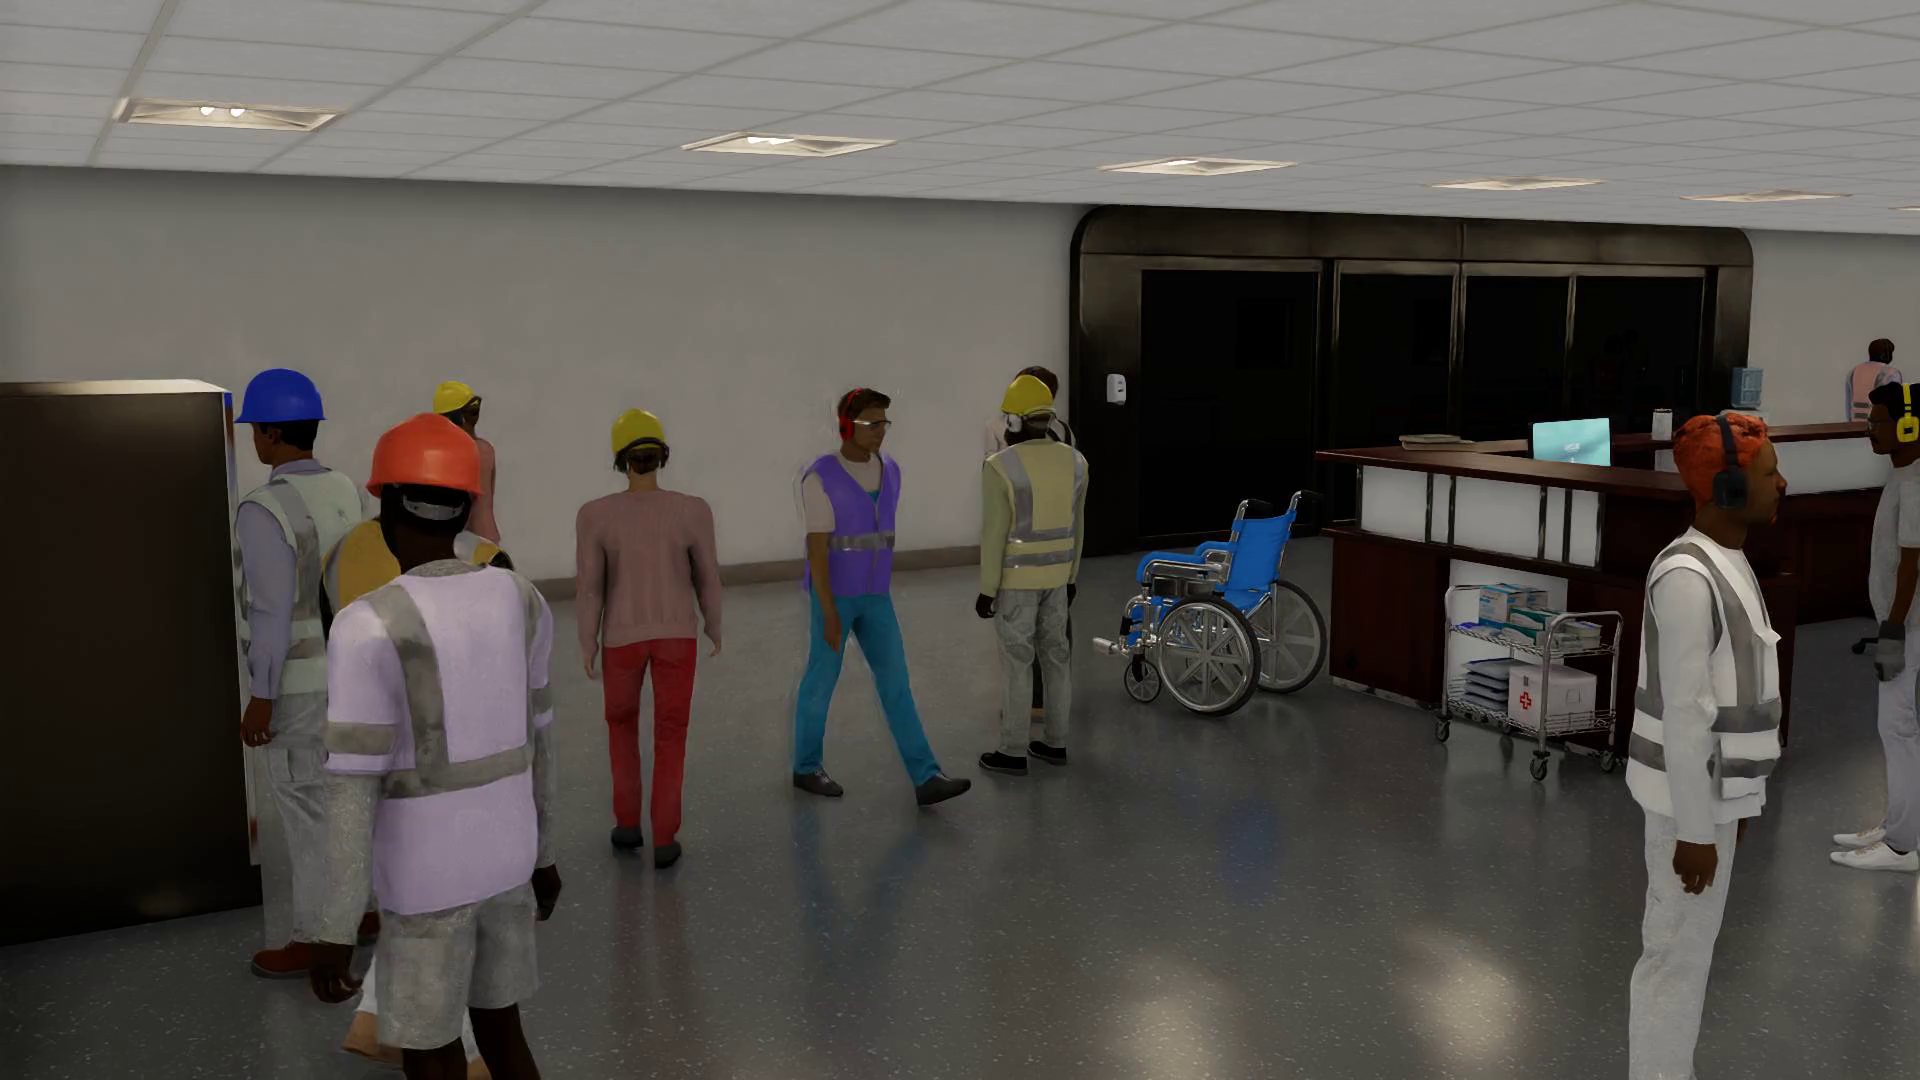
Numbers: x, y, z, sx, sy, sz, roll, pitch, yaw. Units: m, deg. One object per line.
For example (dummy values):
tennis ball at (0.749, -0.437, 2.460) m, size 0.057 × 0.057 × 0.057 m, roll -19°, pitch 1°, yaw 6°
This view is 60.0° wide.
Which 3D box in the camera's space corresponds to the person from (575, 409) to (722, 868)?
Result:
person at (-1.193, 0.372, 6.428) m, size 0.549 × 1.754 × 0.496 m, roll -1°, pitch 8°, yaw -8°

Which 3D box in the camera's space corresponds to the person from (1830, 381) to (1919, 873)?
person at (3.569, 0.331, 6.339) m, size 0.326 × 1.862 × 0.508 m, roll 4°, pitch 9°, yaw 29°

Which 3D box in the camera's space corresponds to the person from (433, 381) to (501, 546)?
person at (-2.598, 0.049, 8.749) m, size 0.325 × 1.760 × 0.523 m, roll 1°, pitch 8°, yaw 5°

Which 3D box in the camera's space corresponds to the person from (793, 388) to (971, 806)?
person at (-0.395, 0.260, 7.077) m, size 0.960 × 1.792 × 0.600 m, roll 7°, pitch 10°, yaw 40°

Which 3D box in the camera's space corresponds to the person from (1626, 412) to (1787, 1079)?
person at (1.820, 0.633, 4.059) m, size 0.355 × 1.884 × 0.575 m, roll 5°, pitch 9°, yaw 30°

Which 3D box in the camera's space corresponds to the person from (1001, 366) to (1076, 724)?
person at (0.415, 0.024, 8.606) m, size 0.331 × 1.843 × 0.511 m, roll 4°, pitch 9°, yaw 28°

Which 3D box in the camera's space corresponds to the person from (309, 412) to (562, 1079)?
person at (-1.113, 0.694, 3.523) m, size 0.422 × 1.919 × 0.616 m, roll 4°, pitch 9°, yaw 28°

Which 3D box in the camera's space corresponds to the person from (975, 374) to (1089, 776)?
person at (0.310, 0.161, 7.649) m, size 0.591 × 1.837 × 0.403 m, roll -6°, pitch 10°, yaw -39°

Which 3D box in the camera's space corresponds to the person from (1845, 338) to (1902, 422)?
person at (9.391, -1.141, 17.059) m, size 0.429 × 1.843 × 0.633 m, roll -3°, pitch 8°, yaw -19°

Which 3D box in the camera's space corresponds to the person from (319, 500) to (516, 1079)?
person at (-1.398, 0.606, 4.465) m, size 0.638 × 1.830 × 0.438 m, roll 5°, pitch 9°, yaw 32°

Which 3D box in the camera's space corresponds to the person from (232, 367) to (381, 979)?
person at (-2.106, 0.423, 5.344) m, size 0.399 × 1.945 × 0.615 m, roll 1°, pitch 8°, yaw 9°
